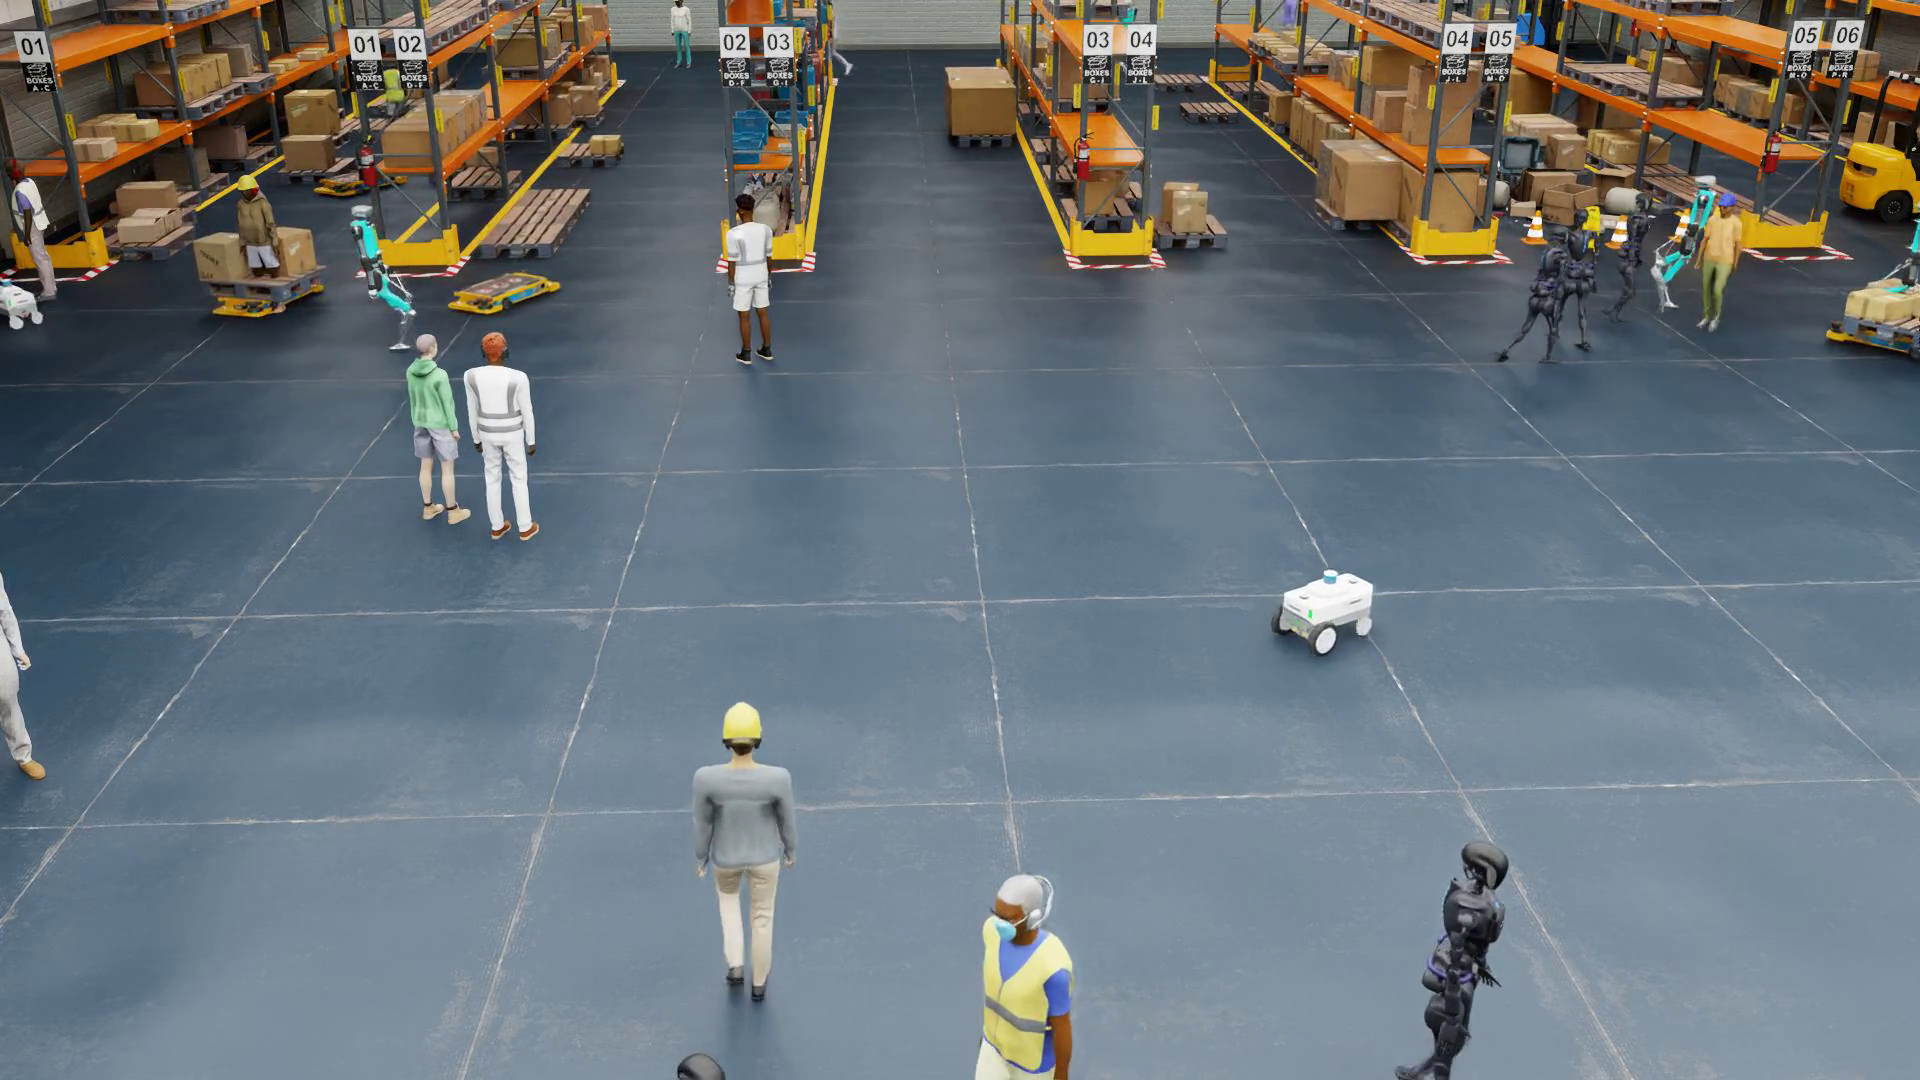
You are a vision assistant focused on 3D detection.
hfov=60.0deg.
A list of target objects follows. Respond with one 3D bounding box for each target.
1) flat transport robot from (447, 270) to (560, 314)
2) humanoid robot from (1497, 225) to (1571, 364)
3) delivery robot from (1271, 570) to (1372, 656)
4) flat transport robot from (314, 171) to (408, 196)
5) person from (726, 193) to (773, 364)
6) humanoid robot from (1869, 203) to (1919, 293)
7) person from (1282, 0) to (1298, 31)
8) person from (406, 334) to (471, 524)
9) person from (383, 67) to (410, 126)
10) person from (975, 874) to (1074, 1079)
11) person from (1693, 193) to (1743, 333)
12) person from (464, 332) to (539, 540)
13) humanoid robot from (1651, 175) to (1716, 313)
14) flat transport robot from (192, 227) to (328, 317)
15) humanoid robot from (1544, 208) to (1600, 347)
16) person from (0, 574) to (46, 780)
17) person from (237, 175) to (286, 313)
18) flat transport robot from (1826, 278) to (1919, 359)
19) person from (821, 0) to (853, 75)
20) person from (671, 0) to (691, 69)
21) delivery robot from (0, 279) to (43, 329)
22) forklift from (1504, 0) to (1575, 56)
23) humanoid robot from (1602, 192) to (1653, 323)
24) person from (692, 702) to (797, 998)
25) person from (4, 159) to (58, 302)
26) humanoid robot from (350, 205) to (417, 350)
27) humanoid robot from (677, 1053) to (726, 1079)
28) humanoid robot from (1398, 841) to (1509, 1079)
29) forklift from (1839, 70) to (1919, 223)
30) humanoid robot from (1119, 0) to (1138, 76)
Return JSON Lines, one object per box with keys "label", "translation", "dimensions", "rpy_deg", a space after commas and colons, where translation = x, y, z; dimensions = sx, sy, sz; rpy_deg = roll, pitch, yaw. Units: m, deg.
{"label": "flat transport robot", "translation": [-5.958, -3.239, 21.750], "dimensions": [0.659, 0.231, 1.431], "rpy_deg": [12, 27, 25]}
{"label": "humanoid robot", "translation": [6.652, -2.804, 19.114], "dimensions": [0.720, 1.643, 0.593], "rpy_deg": [-3, 24, -7]}
{"label": "delivery robot", "translation": [2.837, 0.540, 12.930], "dimensions": [0.811, 0.613, 0.499], "rpy_deg": [-15, 28, -30]}
{"label": "flat transport robot", "translation": [-10.086, -6.032, 28.026], "dimensions": [0.659, 0.231, 1.431], "rpy_deg": [14, 27, 28]}
{"label": "person", "translation": [-2.417, -3.008, 19.163], "dimensions": [0.596, 1.958, 0.369], "rpy_deg": [-19, 30, -36]}
{"label": "humanoid robot", "translation": [11.105, -3.145, 19.744], "dimensions": [0.667, 1.813, 0.539], "rpy_deg": [14, 28, 29]}
{"label": "person", "translation": [8.292, -12.887, 41.562], "dimensions": [0.528, 1.780, 0.622], "rpy_deg": [-6, 25, -14]}
{"label": "person", "translation": [-4.714, -0.991, 14.902], "dimensions": [0.471, 1.733, 0.324], "rpy_deg": [10, 26, 21]}
{"label": "person", "translation": [-10.701, -8.350, 31.544], "dimensions": [0.530, 1.638, 0.871], "rpy_deg": [2, 24, 5]}
{"label": "person", "translation": [0.324, 2.256, 7.453], "dimensions": [0.533, 1.872, 0.795], "rpy_deg": [22, 32, 40]}
{"label": "person", "translation": [9.238, -3.381, 20.311], "dimensions": [0.527, 1.703, 0.445], "rpy_deg": [-19, 30, -37]}
{"label": "person", "translation": [-3.985, -0.896, 14.516], "dimensions": [0.566, 1.878, 0.354], "rpy_deg": [0, 24, 1]}
{"label": "humanoid robot", "translation": [9.064, -3.688, 21.090], "dimensions": [0.719, 1.897, 0.543], "rpy_deg": [13, 27, 26]}
{"label": "flat transport robot", "translation": [-8.982, -3.179, 21.616], "dimensions": [0.659, 0.231, 1.431], "rpy_deg": [6, 25, 13]}
{"label": "humanoid robot", "translation": [7.355, -3.131, 19.839], "dimensions": [0.609, 1.619, 0.780], "rpy_deg": [-5, 24, -11]}
{"label": "person", "translation": [-6.379, 0.752, 10.784], "dimensions": [0.562, 1.898, 0.352], "rpy_deg": [-22, 32, -40]}
{"label": "person", "translation": [-8.874, -3.759, 21.088], "dimensions": [0.541, 1.757, 0.414], "rpy_deg": [4, 24, 10]}
{"label": "flat transport robot", "translation": [11.229, -2.405, 19.876], "dimensions": [0.659, 0.231, 1.431], "rpy_deg": [-19, 30, -37]}
{"label": "person", "translation": [-2.968, -11.817, 39.106], "dimensions": [0.742, 1.831, 0.563], "rpy_deg": [3, 24, 8]}
{"label": "person", "translation": [-6.785, -12.377, 40.443], "dimensions": [0.532, 1.766, 0.326], "rpy_deg": [8, 25, 17]}
{"label": "delivery robot", "translation": [-11.860, -2.956, 20.776], "dimensions": [0.777, 0.605, 0.511], "rpy_deg": [18, 30, 35]}
{"label": "forklift", "translation": [14.700, -13.805, 42.301], "dimensions": [1.873, 2.768, 1.129], "rpy_deg": [-1, 24, -2]}
{"label": "humanoid robot", "translation": [8.302, -3.494, 20.607], "dimensions": [0.371, 1.645, 0.587], "rpy_deg": [12, 27, 26]}
{"label": "person", "translation": [-1.141, 1.660, 8.906], "dimensions": [0.551, 1.750, 0.380], "rpy_deg": [-1, 24, -2]}
{"label": "person", "translation": [-12.026, -4.021, 21.567], "dimensions": [0.391, 1.847, 0.563], "rpy_deg": [-8, 25, -17]}
{"label": "humanoid robot", "translation": [-6.658, -2.987, 19.506], "dimensions": [0.757, 1.882, 0.542], "rpy_deg": [-1, 24, -3]}
{"label": "humanoid robot", "translation": [-0.984, 2.713, 6.652], "dimensions": [0.603, 1.640, 0.589], "rpy_deg": [16, 29, 32]}
{"label": "humanoid robot", "translation": [2.369, 2.132, 7.975], "dimensions": [0.389, 1.678, 0.592], "rpy_deg": [13, 27, 27]}
{"label": "forklift", "translation": [15.132, -6.143, 25.915], "dimensions": [2.313, 2.155, 1.214], "rpy_deg": [-1, 24, -2]}
{"label": "humanoid robot", "translation": [3.798, -11.947, 39.584], "dimensions": [0.544, 1.777, 1.030], "rpy_deg": [-16, 29, -32]}
